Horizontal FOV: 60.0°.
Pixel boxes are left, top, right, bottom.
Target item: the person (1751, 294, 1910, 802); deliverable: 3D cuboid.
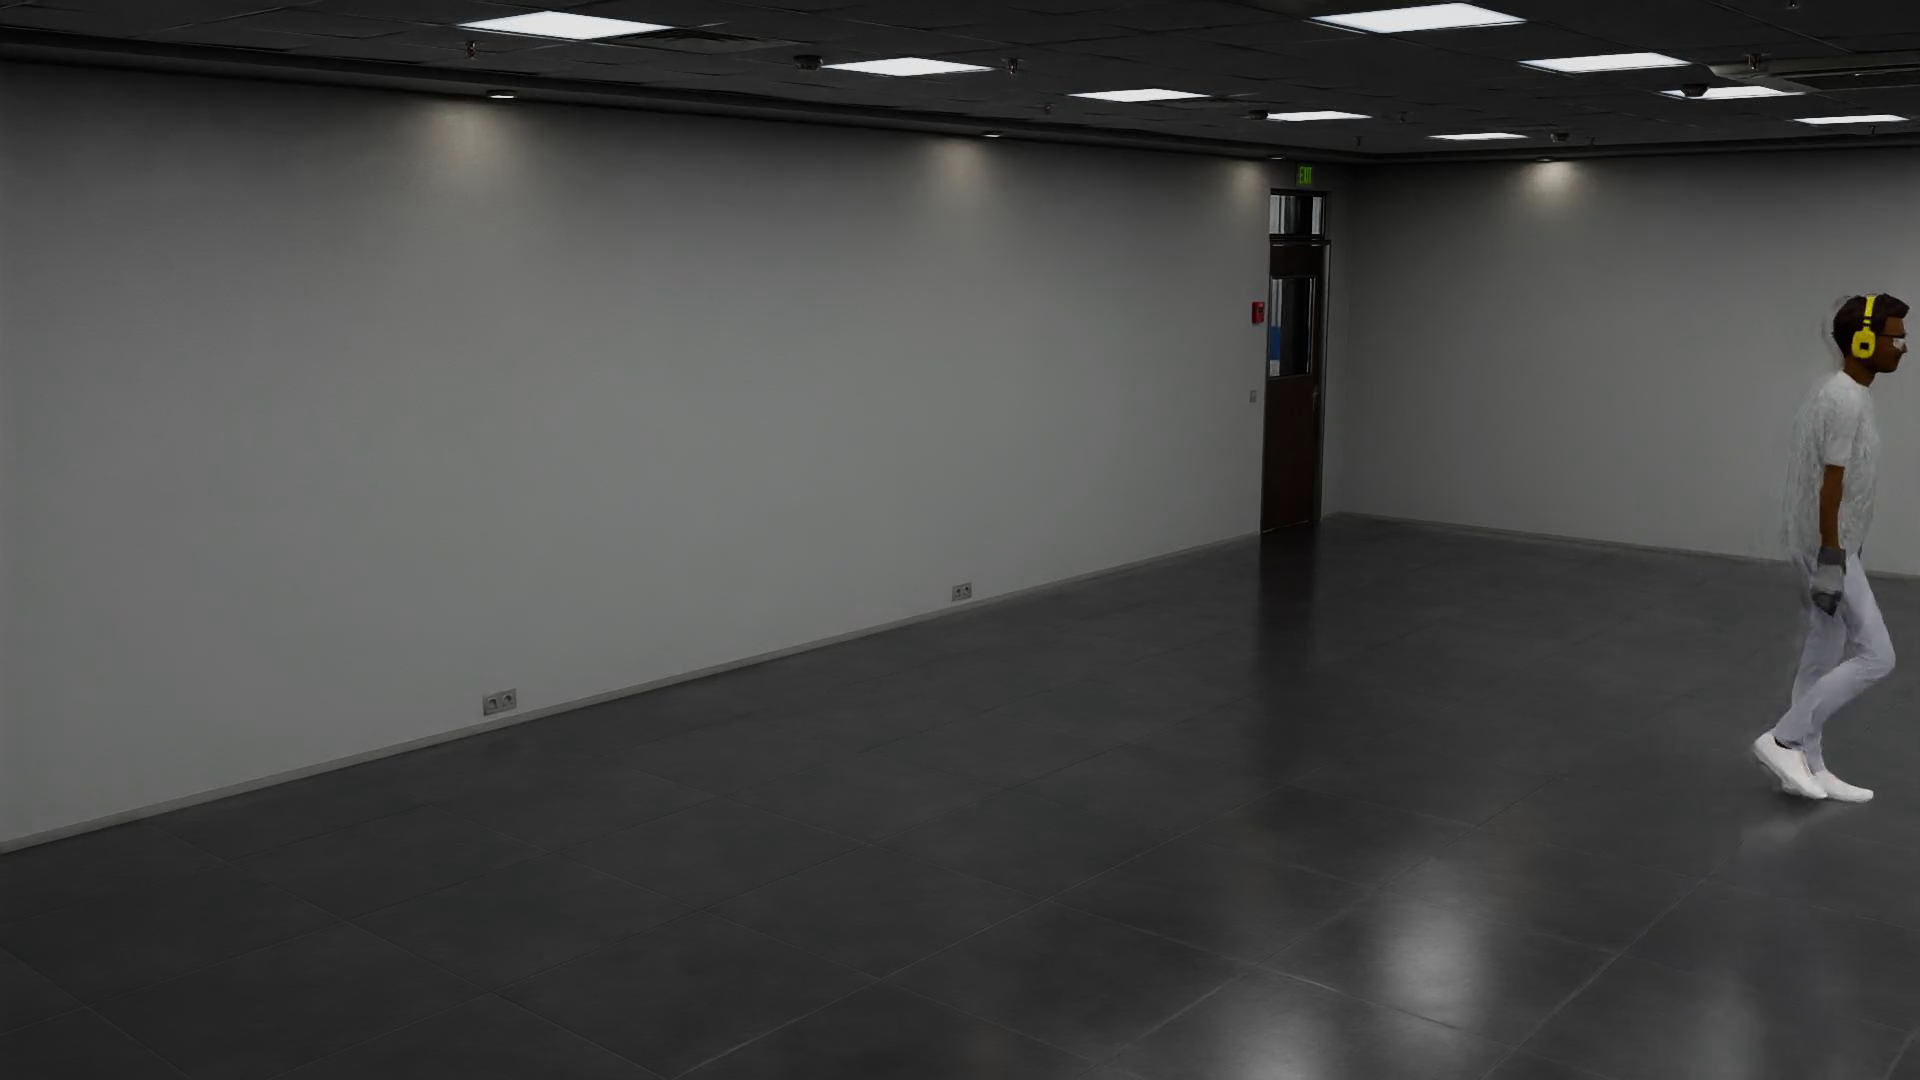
[{"bbox_3d":[3.199,0.051,5.989,0.384,1.856,0.558,5,11,25],"label":"person"}]
